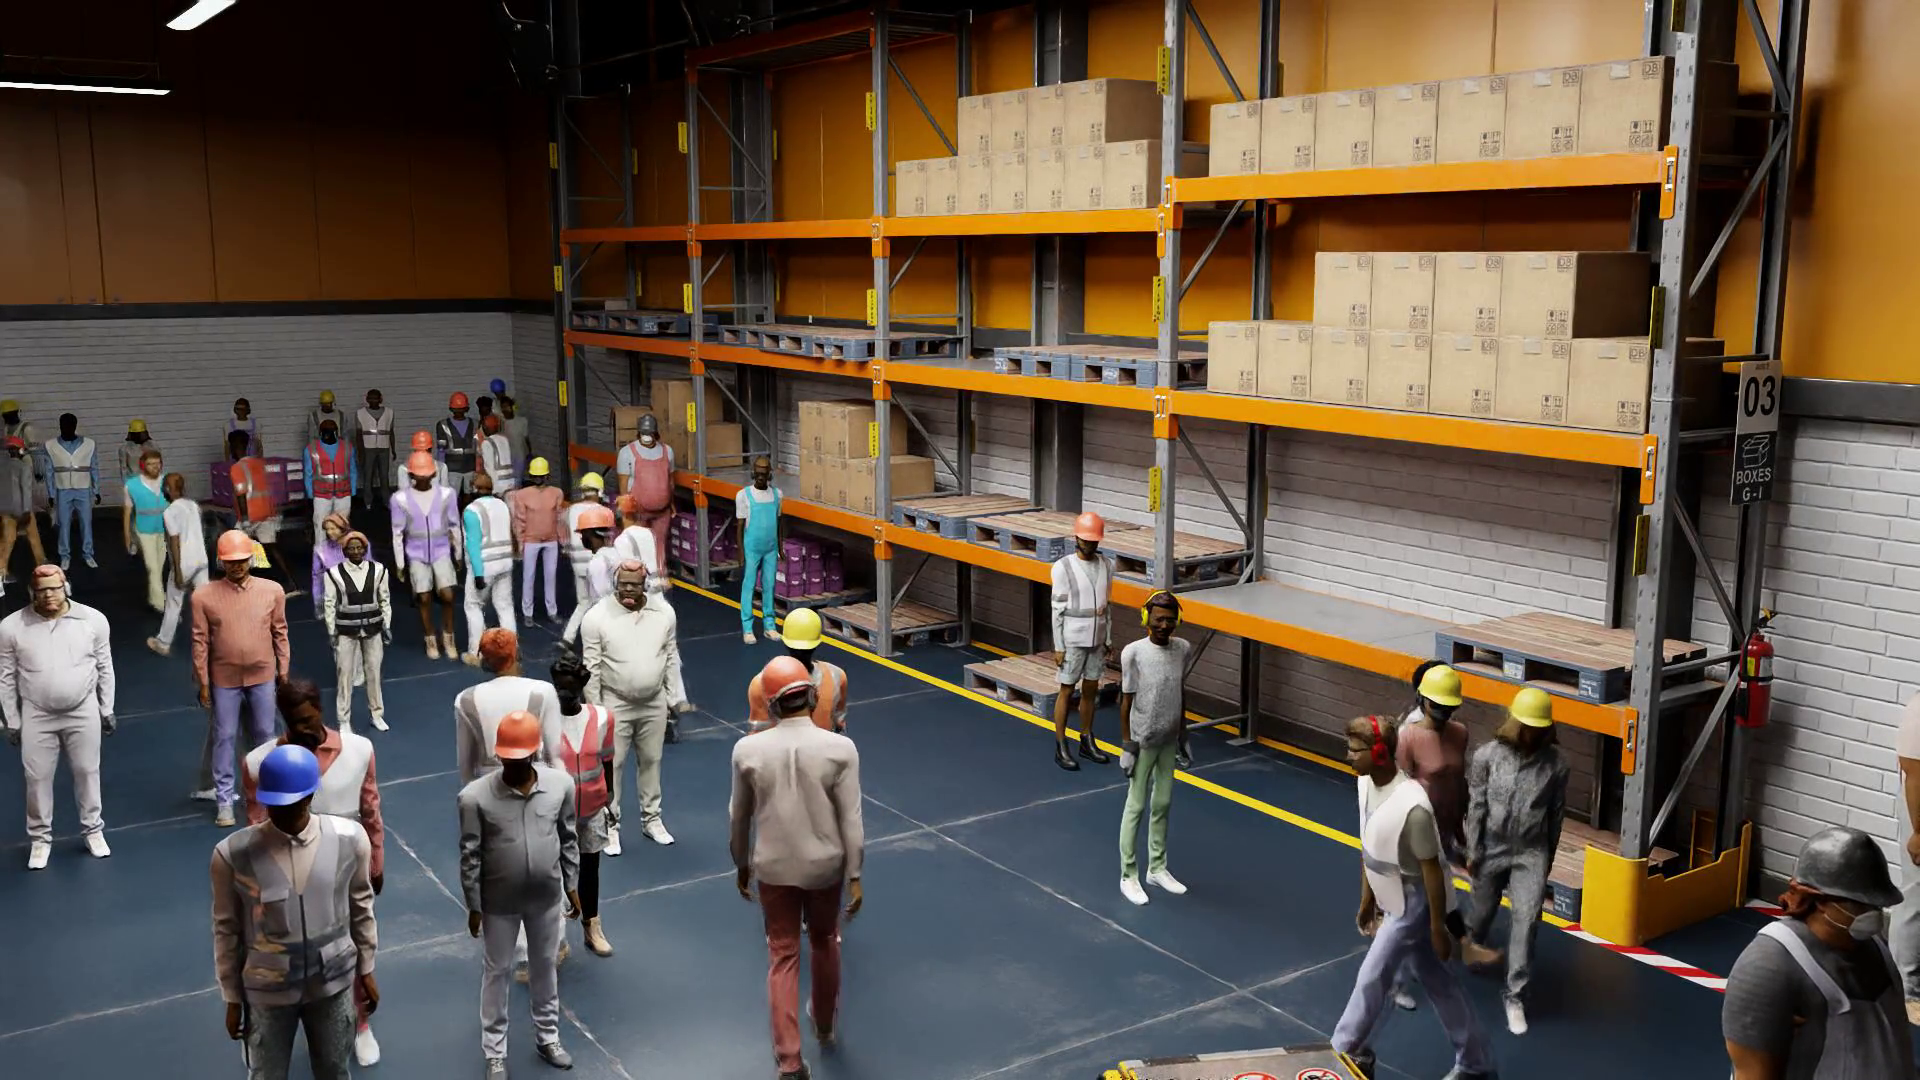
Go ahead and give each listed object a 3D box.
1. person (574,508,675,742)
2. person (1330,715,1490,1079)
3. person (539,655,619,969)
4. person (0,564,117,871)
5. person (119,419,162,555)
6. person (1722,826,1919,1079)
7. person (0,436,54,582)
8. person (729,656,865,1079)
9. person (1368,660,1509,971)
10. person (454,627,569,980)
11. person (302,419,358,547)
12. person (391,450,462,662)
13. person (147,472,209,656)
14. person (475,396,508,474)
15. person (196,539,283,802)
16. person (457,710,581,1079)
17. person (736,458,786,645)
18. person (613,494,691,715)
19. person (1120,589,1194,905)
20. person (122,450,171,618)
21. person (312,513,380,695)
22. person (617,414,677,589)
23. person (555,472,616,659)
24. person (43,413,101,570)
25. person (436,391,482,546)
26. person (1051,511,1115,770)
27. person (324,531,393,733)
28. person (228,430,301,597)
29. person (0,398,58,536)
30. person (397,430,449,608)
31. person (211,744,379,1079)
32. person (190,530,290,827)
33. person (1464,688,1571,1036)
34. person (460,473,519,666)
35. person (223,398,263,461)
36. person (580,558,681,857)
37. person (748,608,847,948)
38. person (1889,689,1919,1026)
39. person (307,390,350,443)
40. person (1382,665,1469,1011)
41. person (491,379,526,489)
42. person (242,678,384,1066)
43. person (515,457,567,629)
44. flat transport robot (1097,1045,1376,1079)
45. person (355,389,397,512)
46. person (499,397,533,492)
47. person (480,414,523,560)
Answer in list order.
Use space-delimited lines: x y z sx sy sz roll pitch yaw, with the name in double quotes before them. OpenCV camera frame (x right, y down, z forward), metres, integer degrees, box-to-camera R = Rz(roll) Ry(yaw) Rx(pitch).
"person" -2.704 0.688 12.911 1.009 1.868 0.606 2 10 10
"person" 1.970 1.660 7.495 0.997 1.765 0.565 0 10 0
"person" -2.092 1.441 8.958 0.536 1.699 0.322 -6 11 -31
"person" -5.629 1.090 10.412 0.643 1.910 0.399 -6 11 -31
"person" -10.480 -0.685 21.321 0.487 1.740 0.313 -6 11 -31
"person" 2.761 1.892 5.310 0.682 2.000 0.536 -6 11 -31
"person" -11.104 -0.370 19.603 0.578 1.693 0.881 3 10 17
"person" -0.756 1.518 7.783 0.642 1.933 0.962 -1 10 -3
"person" 2.593 1.463 8.953 0.886 1.649 0.547 7 12 37
"person" -2.374 1.388 8.845 0.612 1.842 0.541 -1 10 -4
"person" -7.655 -0.557 20.282 0.624 1.841 0.430 -6 11 -31
"person" -4.977 0.158 15.568 0.628 2.014 0.662 -4 10 -21
"person" -7.312 0.256 15.699 0.974 1.777 0.582 2 10 13
"person" -6.303 -0.945 22.182 0.608 1.966 0.372 -6 11 -31
"person" -4.922 0.918 11.497 0.931 1.872 0.587 0 10 2
"person" -2.015 1.631 7.692 0.564 1.748 0.339 -6 11 -31
"person" -1.956 0.101 16.408 0.506 1.843 0.350 -6 11 -31
"person" -2.687 0.539 13.825 0.985 1.832 0.609 4 10 22
"person" 1.171 1.208 9.850 0.517 1.865 0.334 -6 11 -31
"person" -8.441 -0.054 17.480 0.968 1.784 0.567 8 12 38
"person" -5.352 0.556 14.455 0.525 1.582 0.869 1 10 4
"person" -3.519 -0.428 18.930 0.682 2.000 0.536 -6 11 -31
"person" -3.475 0.273 15.547 0.605 1.788 0.680 3 10 20
"person" -10.816 -0.598 20.298 0.590 1.917 0.398 -6 11 -31
"person" -6.572 -0.942 21.952 0.609 2.040 0.394 -6 11 -31
"person" 0.934 0.739 12.392 0.547 1.934 0.375 -6 11 -31
"person" -4.790 0.736 13.267 0.515 1.641 0.315 -6 11 -31
"person" -7.857 -0.272 18.464 1.020 1.893 0.668 2 10 10
"person" -12.800 -1.029 22.887 0.603 1.897 0.730 6 11 29
"person" -5.815 -0.236 18.115 0.547 1.934 0.375 -6 11 -31
"person" -2.589 1.732 6.533 0.605 1.944 0.402 -6 11 -31
"person" -4.816 0.914 11.187 0.612 1.995 0.392 -6 11 -31
"person" 2.789 1.531 8.398 0.493 1.708 0.774 2 10 12
"person" -4.388 0.285 15.495 0.732 1.789 0.651 5 11 27
"person" -9.995 -1.066 23.259 0.506 1.843 0.350 -6 11 -31
"person" -2.082 1.051 10.652 0.643 1.905 0.399 -6 11 -31
"person" -0.862 1.308 9.087 0.589 1.923 0.383 -6 11 -31
"person" 4.972 1.390 8.260 0.682 2.000 0.536 -6 11 -31
"person" -9.421 -1.334 24.872 0.591 1.829 0.404 -6 11 -31
"person" 2.392 1.491 8.477 0.526 1.765 0.329 -6 11 -31
"person" -7.074 -1.553 25.889 0.621 1.921 0.445 -3 10 -20
"person" -2.986 1.554 7.739 0.591 1.892 0.574 -4 10 -21
"person" -4.305 0.020 17.115 0.526 1.765 0.329 -6 11 -31
"flat transport robot" 1.208 2.456 7.190 1.431 0.197 0.652 -2 10 -10
"person" -8.733 -1.345 24.895 0.564 1.841 0.395 -6 11 -31
"person" -6.415 -1.149 23.837 0.518 1.808 0.993 0 10 2
"person" -5.803 -0.661 20.864 0.963 1.834 0.606 4 11 23
